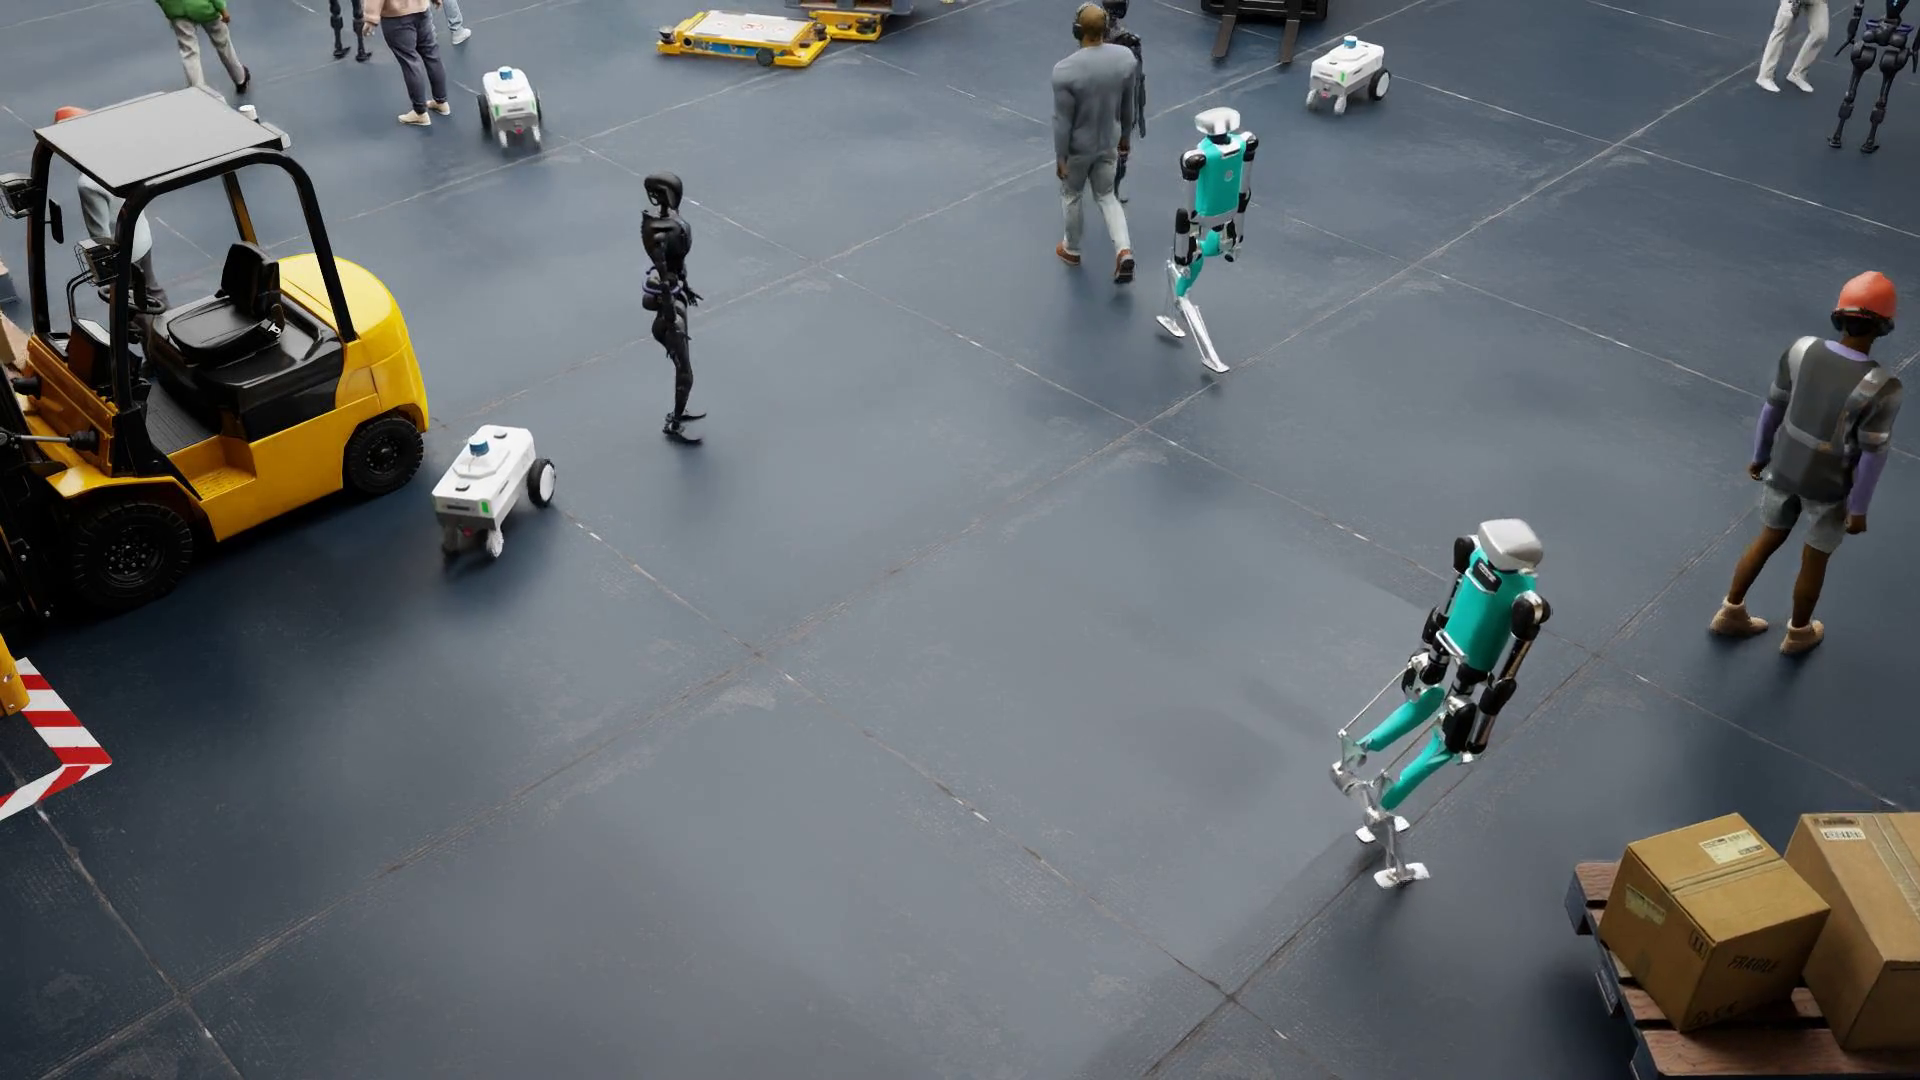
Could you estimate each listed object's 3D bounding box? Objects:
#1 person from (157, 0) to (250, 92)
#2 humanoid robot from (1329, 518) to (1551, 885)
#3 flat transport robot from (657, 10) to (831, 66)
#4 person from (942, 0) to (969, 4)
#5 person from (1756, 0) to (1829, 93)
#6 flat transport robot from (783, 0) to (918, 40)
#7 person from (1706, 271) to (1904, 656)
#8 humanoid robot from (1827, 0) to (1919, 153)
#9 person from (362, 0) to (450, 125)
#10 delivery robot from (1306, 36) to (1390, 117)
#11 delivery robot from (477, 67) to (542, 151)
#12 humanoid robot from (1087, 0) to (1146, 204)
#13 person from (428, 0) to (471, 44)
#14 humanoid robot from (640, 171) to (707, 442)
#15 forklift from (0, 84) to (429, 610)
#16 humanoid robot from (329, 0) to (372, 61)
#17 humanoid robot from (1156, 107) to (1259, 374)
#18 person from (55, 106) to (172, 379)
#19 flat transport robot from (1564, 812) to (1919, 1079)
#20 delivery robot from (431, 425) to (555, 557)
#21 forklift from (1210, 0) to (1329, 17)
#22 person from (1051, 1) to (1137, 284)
[{"bbox_3d":[-6.311,-4.444,13.713,0.577,1.740,0.910,-6,37,-8],"label":"person"},{"bbox_3d":[1.856,0.713,6.801,0.759,1.764,0.530,-11,38,-14],"label":"humanoid robot"},{"bbox_3d":[-1.959,-4.554,15.093,1.431,0.231,0.659,9,38,12],"label":"flat transport robot"},{"bbox_3d":[-0.103,-5.932,15.696,0.537,1.753,0.493,-2,37,-3],"label":"person"},{"bbox_3d":[7.112,-4.520,13.918,0.533,1.623,0.543,-16,40,-20],"label":"person"},{"bbox_3d":[-0.966,-5.085,15.803,0.659,0.231,1.431,6,37,8],"label":"flat transport robot"},{"bbox_3d":[4.110,-0.323,7.989,0.528,2.025,0.649,-17,40,-21],"label":"person"},{"bbox_3d":[7.208,-3.884,13.007,0.599,1.657,0.315,19,41,24],"label":"humanoid robot"},{"bbox_3d":[-4.463,-4.273,13.381,0.424,1.866,0.799,20,41,24],"label":"person"},{"bbox_3d":[3.271,-3.950,14.055,0.499,0.606,0.809,27,44,31],"label":"delivery robot"},{"bbox_3d":[-3.641,-3.536,13.485,0.499,0.587,0.781,-12,39,-16],"label":"delivery robot"},{"bbox_3d":[1.049,-3.145,12.041,0.586,1.632,0.597,29,45,33],"label":"humanoid robot"},{"bbox_3d":[-4.784,-5.379,14.820,0.587,1.920,0.393,-2,37,-2],"label":"person"},{"bbox_3d":[-1.668,-1.377,9.668,0.309,1.652,0.608,-1,37,-1],"label":"humanoid robot"},{"bbox_3d":[-4.145,-1.093,8.856,2.313,2.155,1.214,-31,47,-34],"label":"forklift"},{"bbox_3d":[-5.451,-5.057,14.585,0.615,1.648,0.367,3,37,4],"label":"humanoid robot"},{"bbox_3d":[1.428,-1.913,10.343,0.561,1.739,1.029,-21,42,-25],"label":"humanoid robot"},{"bbox_3d":[-5.163,-1.820,10.204,0.351,1.739,0.568,-1,37,-2],"label":"person"},{"bbox_3d":[3.077,1.848,6.523,0.659,0.231,1.431,-1,37,-1],"label":"flat transport robot"},{"bbox_3d":[-2.606,-0.320,9.173,0.499,0.579,0.767,6,37,8],"label":"delivery robot"},{"bbox_3d":[3.106,-6.400,15.960,1.214,2.155,2.313,8,37,10],"label":"forklift"},{"bbox_3d":[0.914,-2.619,11.138,0.649,1.909,0.824,-16,40,-20],"label":"person"}]
